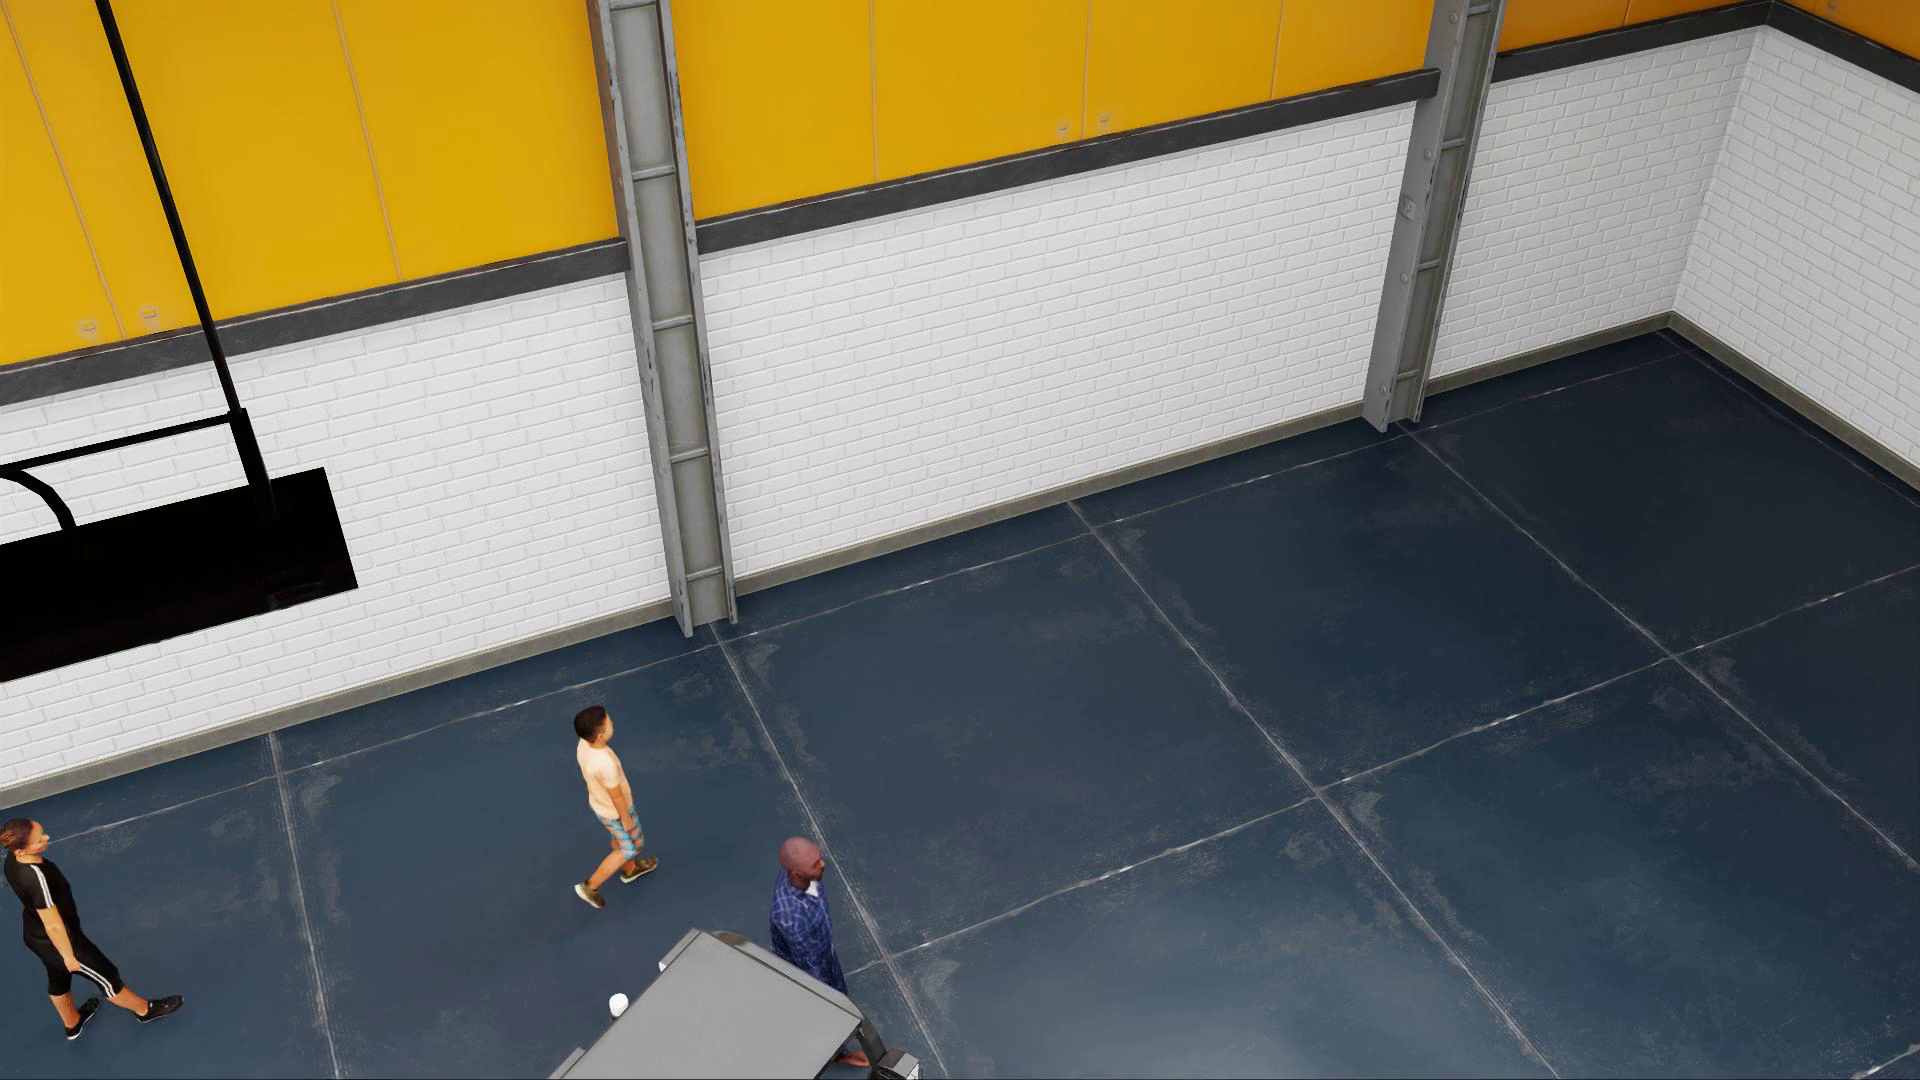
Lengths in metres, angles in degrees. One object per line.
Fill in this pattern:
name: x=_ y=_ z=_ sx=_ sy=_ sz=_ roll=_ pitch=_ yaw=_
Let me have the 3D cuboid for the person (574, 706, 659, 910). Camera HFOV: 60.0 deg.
person: x=-2.055 y=1.551 z=9.557 sx=0.834 sy=1.450 sz=0.624 roll=-25 pitch=45 yaw=-28

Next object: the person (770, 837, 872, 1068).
person: x=-0.874 y=2.183 z=8.492 sx=1.146 sy=1.793 sz=0.985 roll=4 pitch=39 yaw=5

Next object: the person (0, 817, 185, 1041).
person: x=-4.794 y=2.096 z=8.715 sx=0.798 sy=1.650 sz=0.902 roll=27 pitch=46 yaw=30
